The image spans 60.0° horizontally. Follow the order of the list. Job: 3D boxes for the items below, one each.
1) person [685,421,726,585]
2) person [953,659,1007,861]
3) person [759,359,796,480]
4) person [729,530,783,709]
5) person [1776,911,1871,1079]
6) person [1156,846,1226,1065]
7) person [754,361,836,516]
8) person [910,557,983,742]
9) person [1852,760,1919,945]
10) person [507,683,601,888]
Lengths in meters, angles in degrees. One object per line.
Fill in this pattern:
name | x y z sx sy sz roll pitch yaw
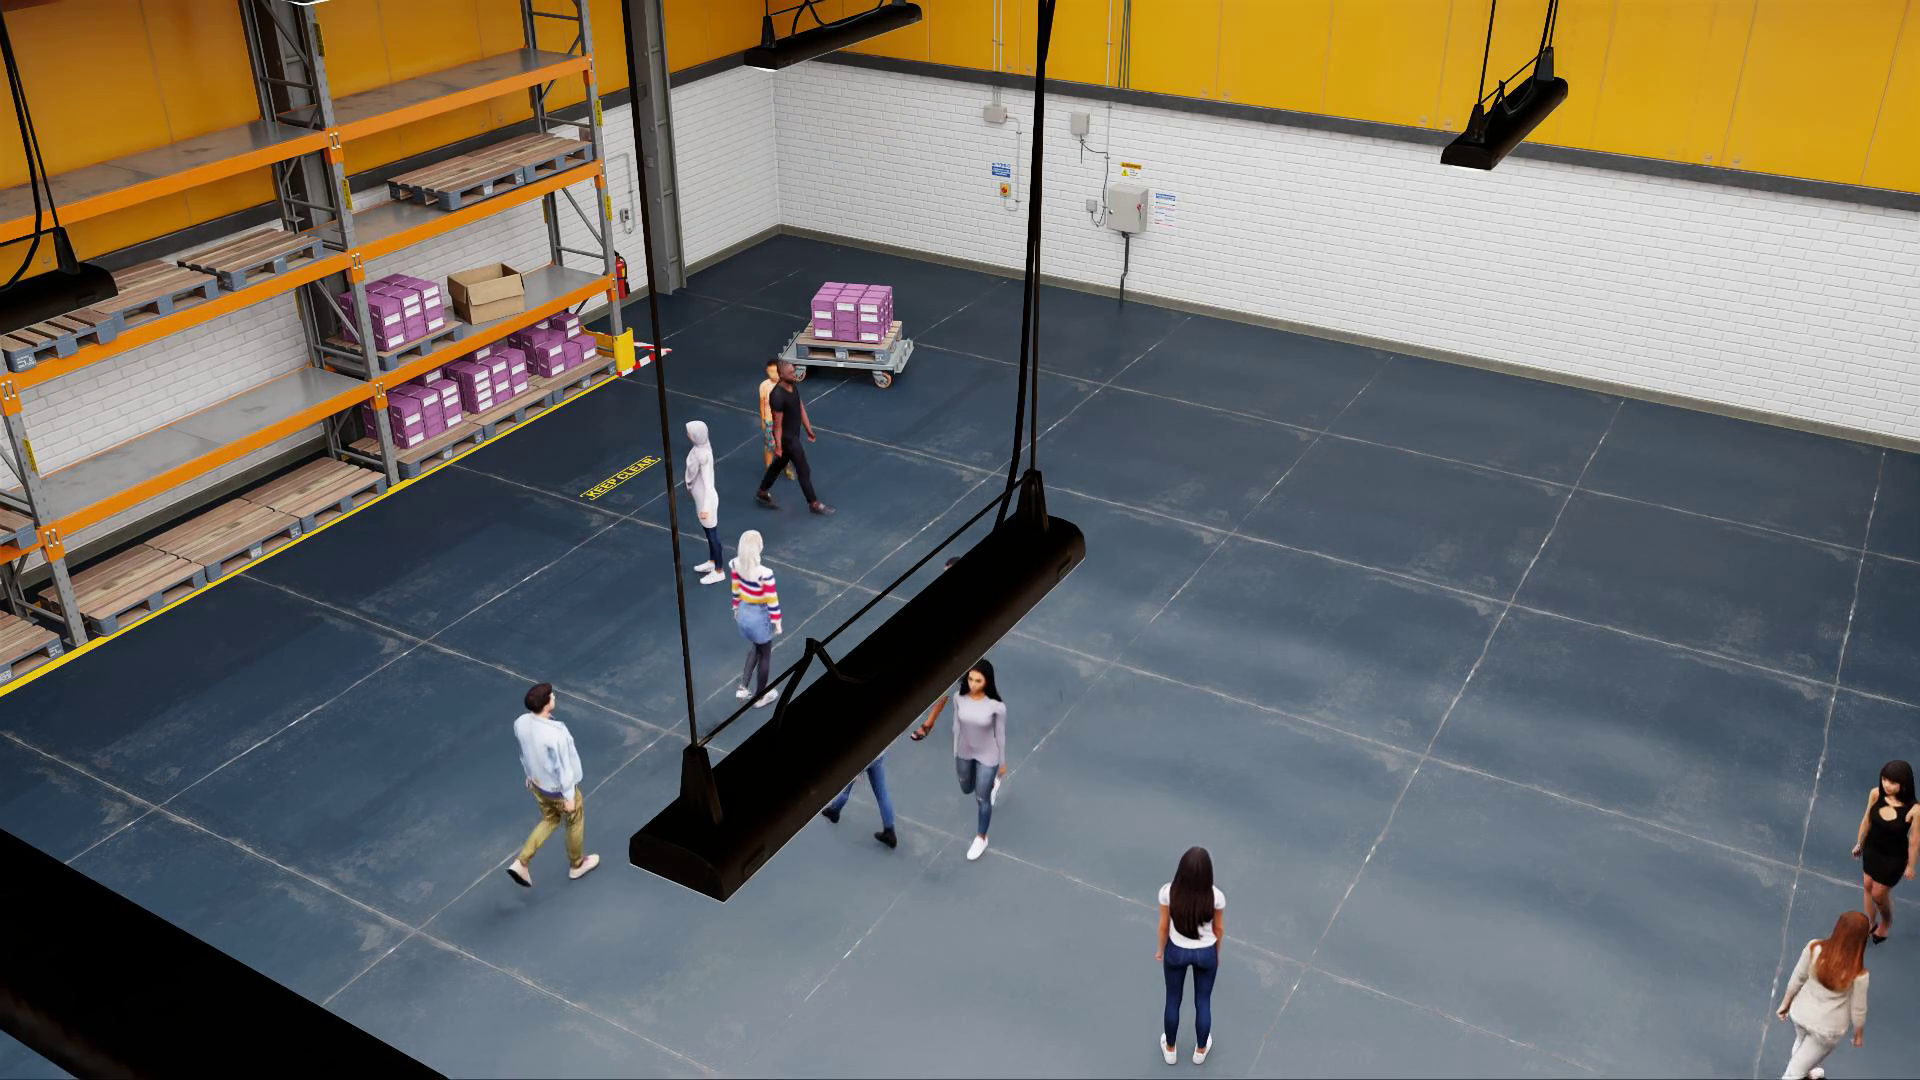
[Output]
person | -2.570 -0.399 16.829 0.746 1.776 0.685 -7 29 -13
person | 0.194 1.654 13.127 0.635 1.716 0.939 13 31 23
person | -2.092 -1.382 18.960 0.599 1.461 0.659 -8 30 -14
person | -1.869 0.735 14.727 0.699 1.798 0.726 20 34 32
person | 5.378 3.082 10.544 1.017 1.683 0.871 -15 32 -26
person | 1.529 2.763 11.034 0.656 1.774 0.633 5 29 8
person | -1.952 -1.112 18.139 0.973 1.773 1.220 7 29 12
person | 0.050 0.911 14.486 1.229 1.721 0.938 -19 34 -30
person | 6.763 2.274 12.088 0.772 1.625 0.714 -17 33 -29
person | -3.138 1.899 12.597 0.795 1.794 1.043 23 36 35
